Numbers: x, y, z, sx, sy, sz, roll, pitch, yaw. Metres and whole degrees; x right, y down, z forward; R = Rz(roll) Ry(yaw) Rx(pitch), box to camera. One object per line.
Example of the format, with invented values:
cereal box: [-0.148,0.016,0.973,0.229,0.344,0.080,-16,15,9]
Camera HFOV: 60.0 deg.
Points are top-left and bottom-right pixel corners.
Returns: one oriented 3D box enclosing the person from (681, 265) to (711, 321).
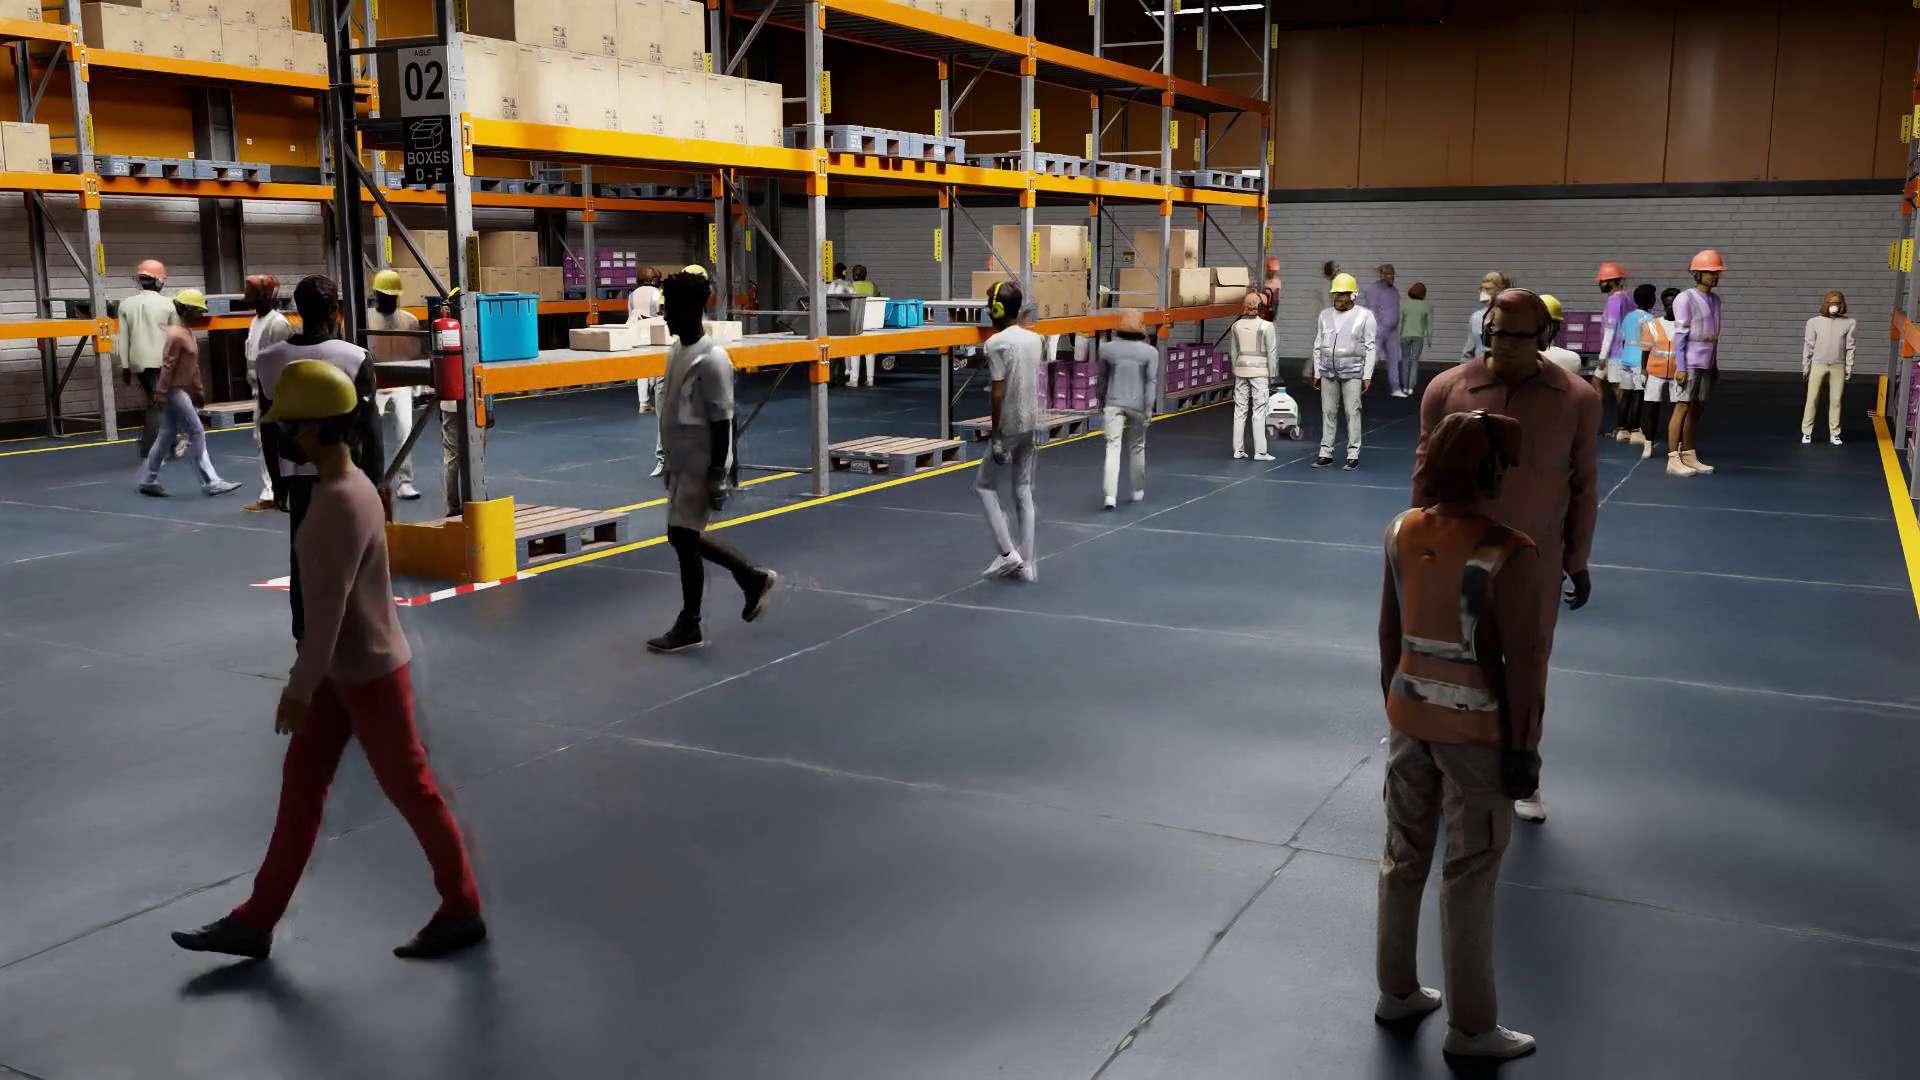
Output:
person: [-2.344,-1.442,14.581,0.386,1.917,0.584,-7,12,-36]

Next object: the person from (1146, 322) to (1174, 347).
person: [3.327,-3.758,28.081,0.567,1.881,0.979,-3,10,-16]

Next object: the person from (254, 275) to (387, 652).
person: [-3.037,-0.298,7.955,0.591,1.919,0.392,1,10,5]

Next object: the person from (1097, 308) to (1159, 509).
person: [1.329,-1.053,13.296,0.501,1.584,0.880,2,10,10]

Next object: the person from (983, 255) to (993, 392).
person: [0.516,-3.125,24.121,0.435,1.982,0.647,-1,10,-5]

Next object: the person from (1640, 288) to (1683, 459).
person: [6.918,-1.616,16.262,0.536,1.690,0.322,4,11,23]

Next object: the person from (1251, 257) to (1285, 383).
person: [4.746,-3.375,25.640,0.625,1.957,0.698,-6,12,-33]

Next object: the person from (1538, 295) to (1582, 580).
person: [3.557,-0.622,10.275,0.530,1.765,0.326,6,11,31]

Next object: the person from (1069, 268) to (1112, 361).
person: [1.795,-2.836,22.917,0.619,1.837,0.430,-1,10,-5]

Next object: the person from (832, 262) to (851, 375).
person: [-1.977,-3.669,27.633,0.516,1.865,0.329,3,10,17]

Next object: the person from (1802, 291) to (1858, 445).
person: [9.190,-1.817,17.605,0.495,1.626,0.285,3,10,19]

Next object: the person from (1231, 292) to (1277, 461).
person: [2.855,-1.582,16.196,0.513,1.640,0.307,9,14,43]

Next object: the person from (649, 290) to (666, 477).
person: [-2.581,-1.426,15.012,0.483,1.736,0.311,1,10,6]

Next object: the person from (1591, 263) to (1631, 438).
person: [7.030,-2.058,18.184,0.793,1.901,0.570,5,11,26]

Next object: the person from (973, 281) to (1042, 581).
person: [0.315,-0.663,10.271,0.517,1.846,0.443,-9,13,-42]

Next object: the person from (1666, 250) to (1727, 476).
person: [6.733,-1.606,15.161,0.605,2.045,0.379,-7,12,-34]

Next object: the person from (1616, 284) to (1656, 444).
person: [7.212,-1.865,17.666,0.317,1.695,0.540,-1,10,-8]

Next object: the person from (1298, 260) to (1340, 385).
person: [5.584,-3.293,25.320,0.825,1.916,0.643,3,10,15]

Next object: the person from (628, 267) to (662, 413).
person: [-3.867,-2.509,20.979,0.633,1.841,0.429,6,11,31]

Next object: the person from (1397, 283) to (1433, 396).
person: [6.460,-2.854,23.685,0.516,1.590,0.775,4,10,20]

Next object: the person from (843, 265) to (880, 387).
person: [-1.519,-3.249,25.253,0.626,1.846,0.429,-6,11,-31]

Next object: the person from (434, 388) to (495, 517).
person: [-3.782,-0.979,12.704,0.523,1.638,0.310,4,11,22]

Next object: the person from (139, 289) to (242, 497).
person: [-6.417,-1.200,13.746,0.891,1.716,0.548,-3,10,-15]

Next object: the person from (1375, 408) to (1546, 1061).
person: [1.252,0.489,4.206,0.309,1.641,0.515,-5,11,-29]

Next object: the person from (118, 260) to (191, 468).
person: [-7.639,-1.692,15.928,0.614,1.941,1.006,1,10,9]

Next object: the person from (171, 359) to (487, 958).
person: [-1.790,0.369,4.653,0.880,1.725,0.535,-5,11,-28]

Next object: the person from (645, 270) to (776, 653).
person: [-1.284,-0.405,8.510,0.687,1.942,0.626,-5,11,-27]

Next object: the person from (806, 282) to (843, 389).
person: [-2.020,-3.210,24.808,0.553,1.923,0.471,0,10,3]

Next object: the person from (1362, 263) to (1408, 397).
person: [5.985,-2.971,23.563,0.661,1.886,0.827,-6,12,-32]

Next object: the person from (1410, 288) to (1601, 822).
person: [1.929,0.060,5.943,0.637,1.901,0.403,3,10,16]

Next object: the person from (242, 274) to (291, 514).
person: [-5.344,-1.151,13.056,0.650,1.869,0.581,-8,13,-40]

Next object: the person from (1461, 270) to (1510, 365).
person: [4.268,-1.221,13.414,0.996,1.885,0.647,-3,10,-18]

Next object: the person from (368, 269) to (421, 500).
person: [-4.755,-1.289,13.760,0.614,1.896,0.835,-7,12,-35]

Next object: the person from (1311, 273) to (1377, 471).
person: [3.565,-1.563,15.526,0.602,1.830,0.404,8,12,37]

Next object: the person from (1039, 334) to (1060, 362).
person: [1.441,-3.565,26.836,0.625,1.933,0.359,9,13,41]

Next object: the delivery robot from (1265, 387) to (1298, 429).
delivery robot: [3.497,-1.422,18.132,0.477,0.478,0.707,2,10,9]
